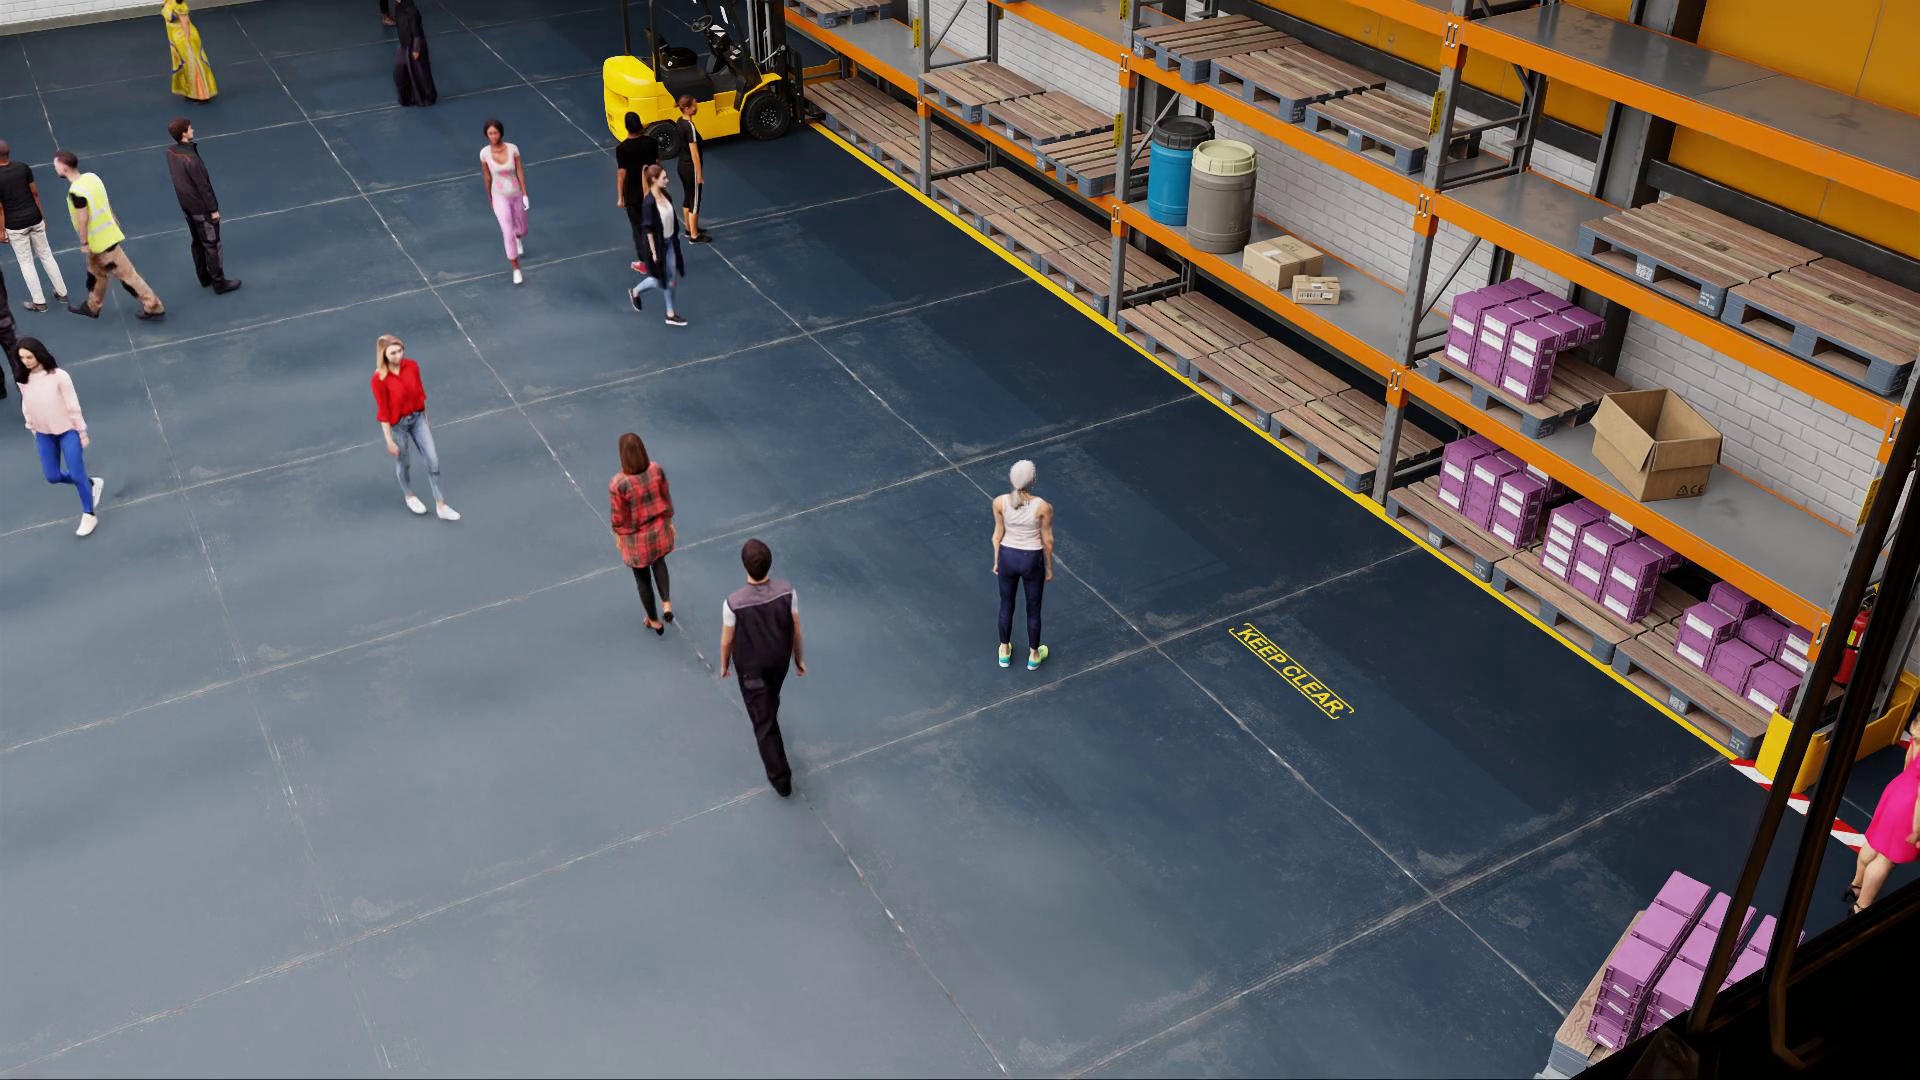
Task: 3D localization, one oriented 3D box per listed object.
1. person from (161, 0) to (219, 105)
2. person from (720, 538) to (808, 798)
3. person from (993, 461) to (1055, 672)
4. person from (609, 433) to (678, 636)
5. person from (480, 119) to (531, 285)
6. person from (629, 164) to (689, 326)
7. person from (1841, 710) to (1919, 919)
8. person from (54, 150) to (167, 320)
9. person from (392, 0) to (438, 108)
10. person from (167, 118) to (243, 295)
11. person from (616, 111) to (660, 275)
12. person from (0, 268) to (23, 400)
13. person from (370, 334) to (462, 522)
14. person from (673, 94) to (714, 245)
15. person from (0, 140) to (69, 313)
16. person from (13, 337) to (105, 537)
[{"bbox_3d":[-10.396,-6.710,22.283,0.978,1.659,0.798,-27,42,-34],"label":"person"},{"bbox_3d":[-1.245,0.863,10.760,0.740,1.803,1.163,-15,37,-22],"label":"person"},{"bbox_3d":[0.438,0.183,11.873,0.673,1.702,0.726,7,34,11],"label":"person"},{"bbox_3d":[-2.265,0.000,12.159,0.658,1.690,0.657,-23,40,-30],"label":"person"},{"bbox_3d":[-4.777,-3.614,17.575,0.677,1.714,1.043,-11,35,-16],"label":"person"},{"bbox_3d":[-3.064,-2.940,16.605,1.007,1.666,0.892,17,37,24],"label":"person"},{"bbox_3d":[5.546,1.570,9.767,0.713,1.724,0.663,11,35,16],"label":"person"},{"bbox_3d":[-8.472,-2.984,16.559,1.053,1.789,1.239,-4,34,-6],"label":"person"},{"bbox_3d":[-7.233,-6.607,22.172,0.835,1.610,0.855,18,38,25],"label":"person"},{"bbox_3d":[-7.912,-3.469,17.243,0.654,1.839,0.836,23,40,31],"label":"person"},{"bbox_3d":[-3.372,-3.671,17.622,0.676,1.757,0.622,-24,41,-32],"label":"person"},{"bbox_3d":[-8.832,-2.065,15.090,0.703,1.885,1.109,-20,38,-27],"label":"person"},{"bbox_3d":[-4.577,-0.942,13.585,0.962,1.681,0.819,25,41,33],"label":"person"},{"bbox_3d":[-2.982,-4.102,18.351,0.650,1.668,0.466,-15,36,-21],"label":"person"},{"bbox_3d":[-9.506,-3.204,16.876,0.762,1.804,0.752,19,38,26],"label":"person"},{"bbox_3d":[-7.227,-0.893,13.442,0.853,1.757,0.922,3,34,4],"label":"person"}]
